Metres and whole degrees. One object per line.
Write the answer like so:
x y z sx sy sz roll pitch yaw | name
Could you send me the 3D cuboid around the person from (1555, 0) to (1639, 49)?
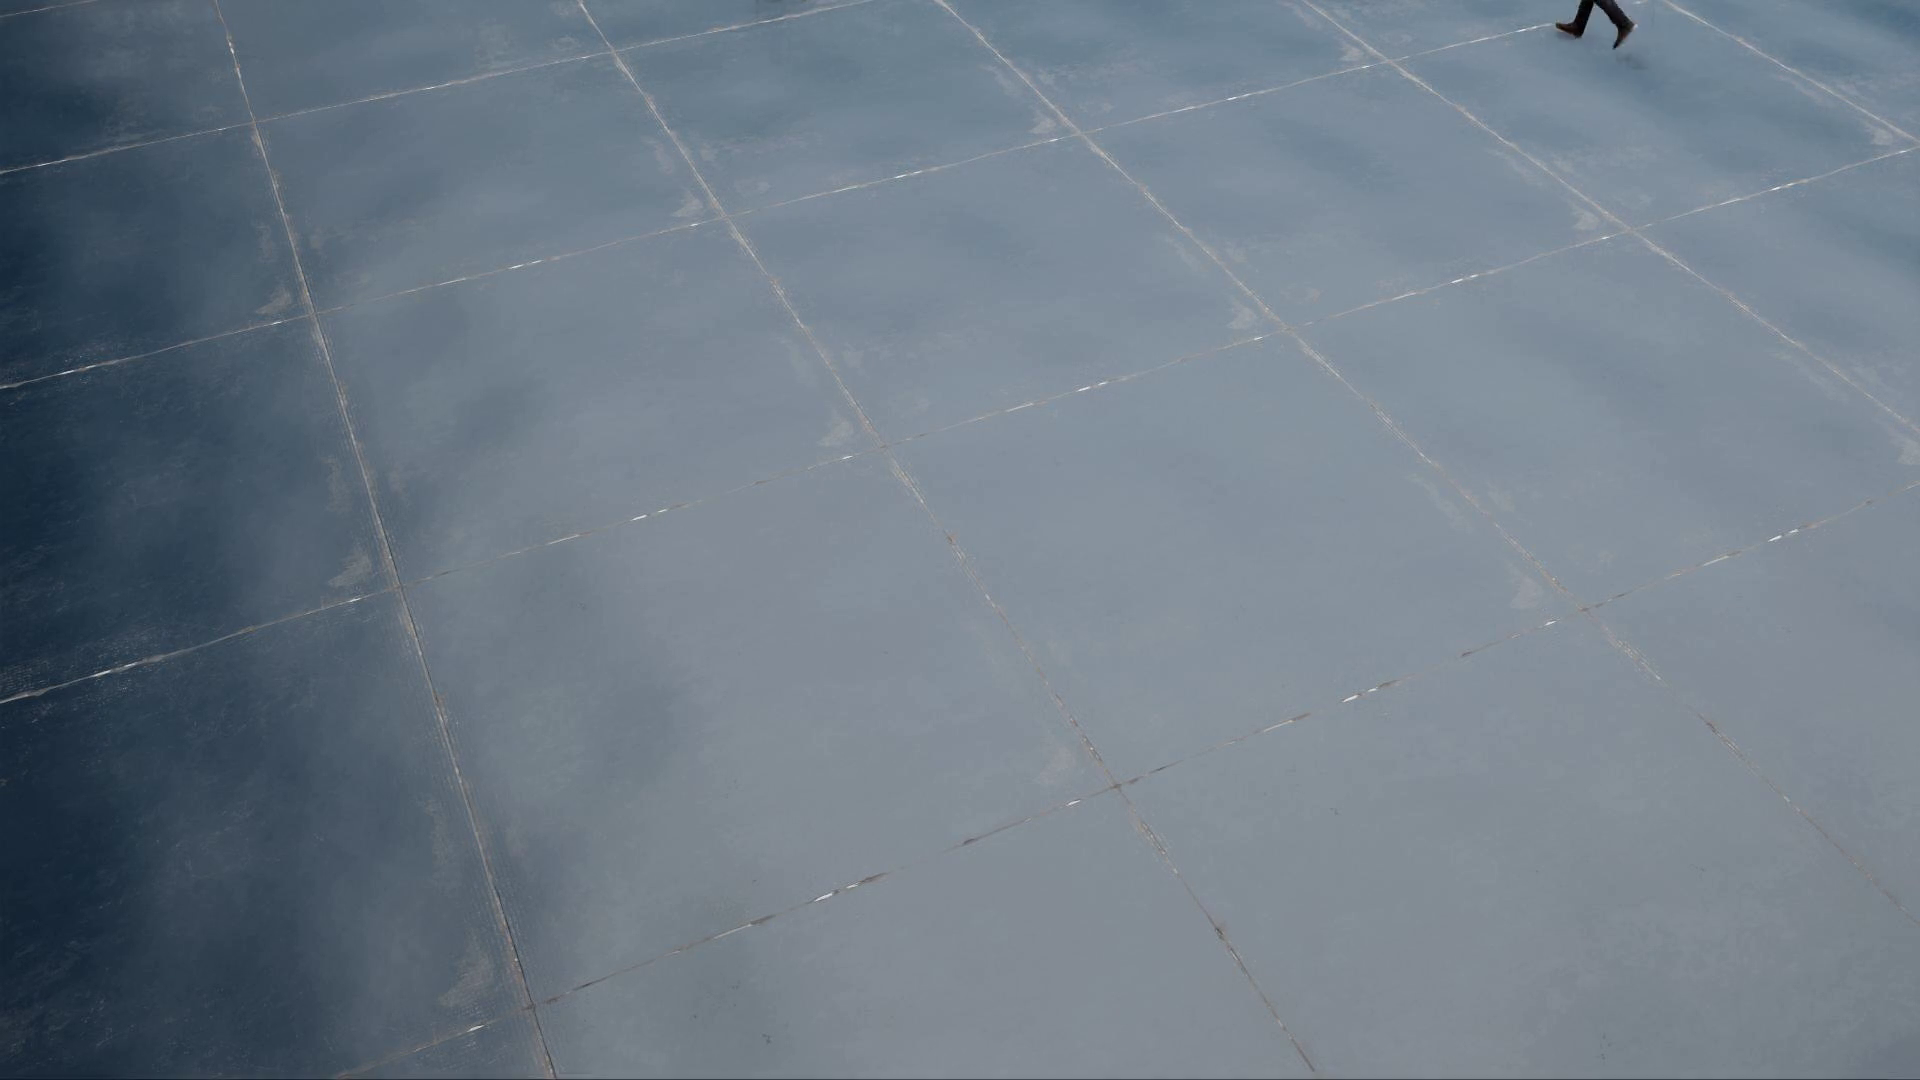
5.501 -4.965 13.923 0.846 1.748 1.079 -27 49 -27 | person
